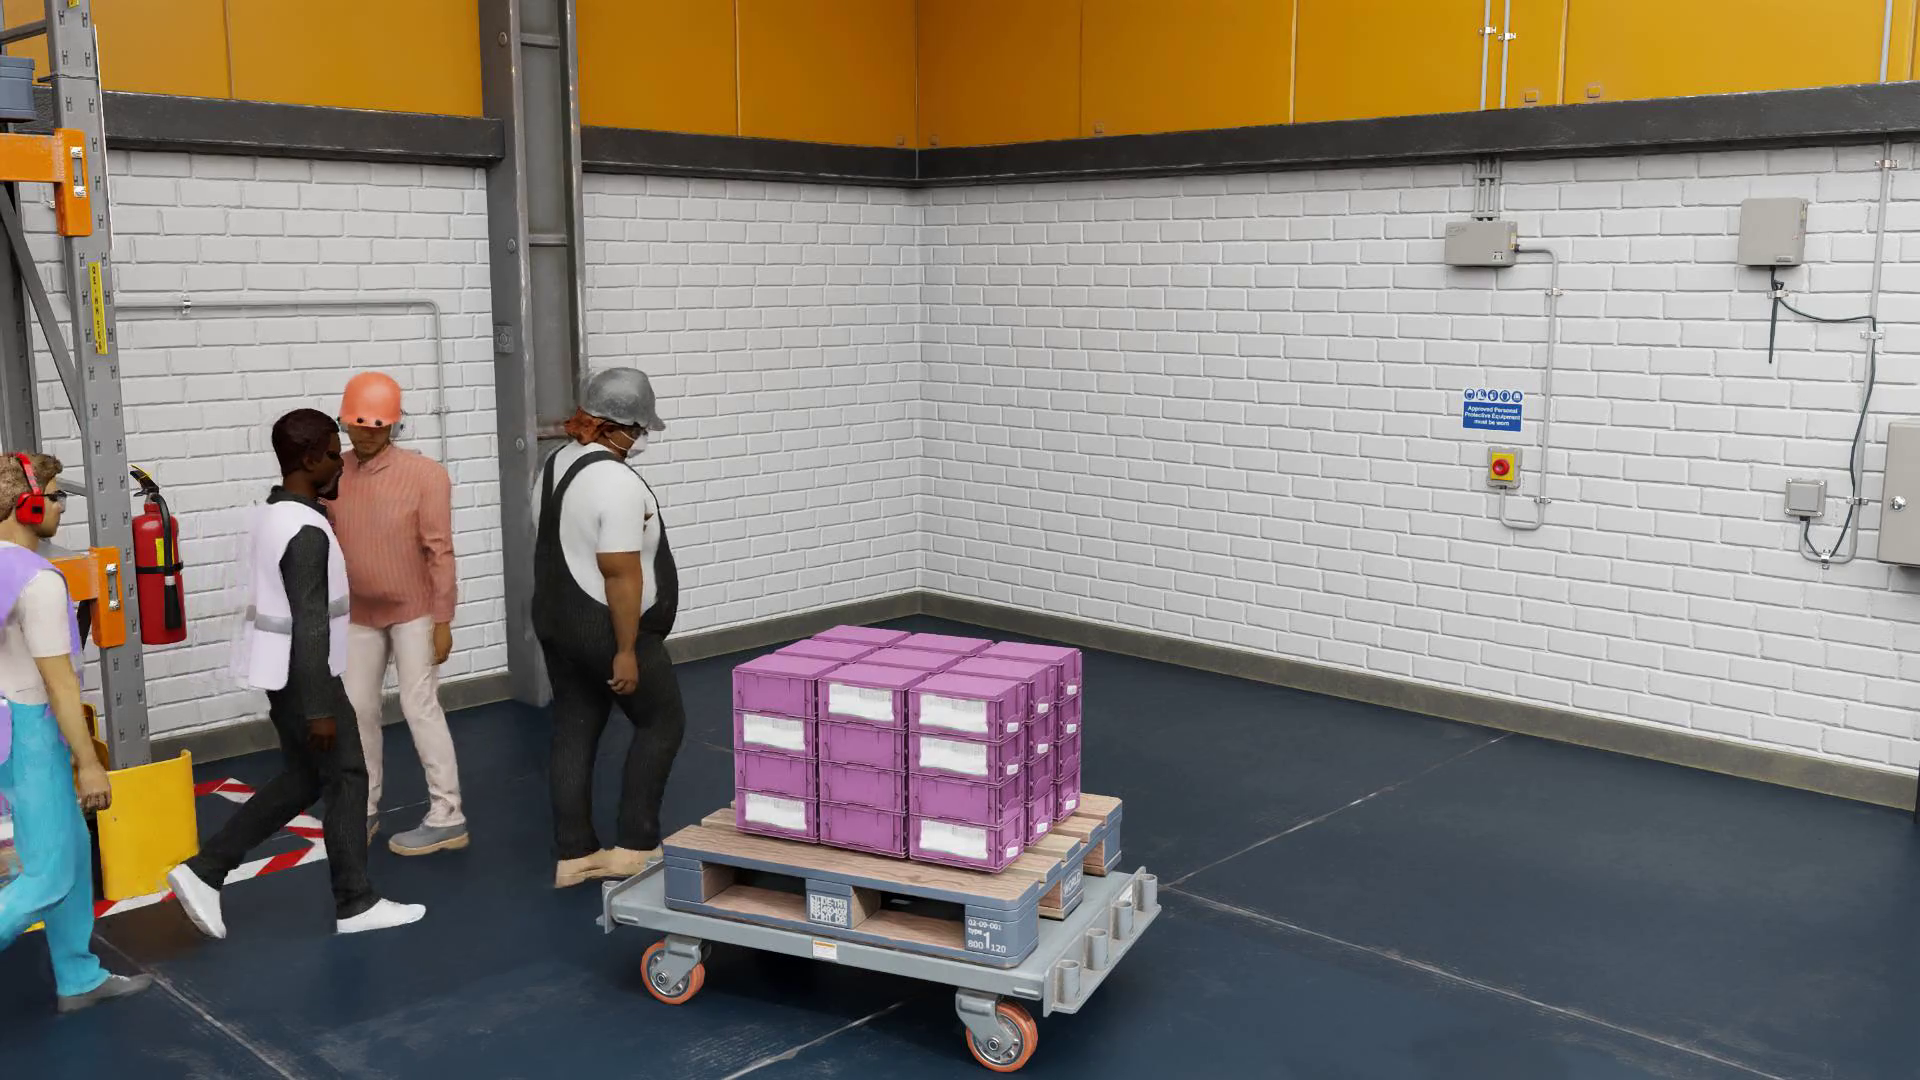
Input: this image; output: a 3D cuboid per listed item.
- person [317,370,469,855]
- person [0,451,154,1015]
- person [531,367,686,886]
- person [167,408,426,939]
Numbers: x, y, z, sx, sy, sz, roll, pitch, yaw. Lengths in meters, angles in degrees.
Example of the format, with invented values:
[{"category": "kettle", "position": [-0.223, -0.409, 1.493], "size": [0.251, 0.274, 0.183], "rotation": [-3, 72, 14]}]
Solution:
[{"category": "person", "position": [-2.338, 0.296, 6.717], "size": [0.672, 1.974, 0.457], "rotation": [2, 10, 14]}, {"category": "person", "position": [-2.897, 0.648, 5.026], "size": [0.572, 1.820, 0.743], "rotation": [9, 13, 43]}, {"category": "person", "position": [-1.319, 0.315, 6.379], "size": [0.612, 2.000, 0.705], "rotation": [-8, 12, -41]}, {"category": "person", "position": [-2.335, 0.490, 5.769], "size": [0.751, 1.896, 0.599], "rotation": [-6, 11, -32]}]
